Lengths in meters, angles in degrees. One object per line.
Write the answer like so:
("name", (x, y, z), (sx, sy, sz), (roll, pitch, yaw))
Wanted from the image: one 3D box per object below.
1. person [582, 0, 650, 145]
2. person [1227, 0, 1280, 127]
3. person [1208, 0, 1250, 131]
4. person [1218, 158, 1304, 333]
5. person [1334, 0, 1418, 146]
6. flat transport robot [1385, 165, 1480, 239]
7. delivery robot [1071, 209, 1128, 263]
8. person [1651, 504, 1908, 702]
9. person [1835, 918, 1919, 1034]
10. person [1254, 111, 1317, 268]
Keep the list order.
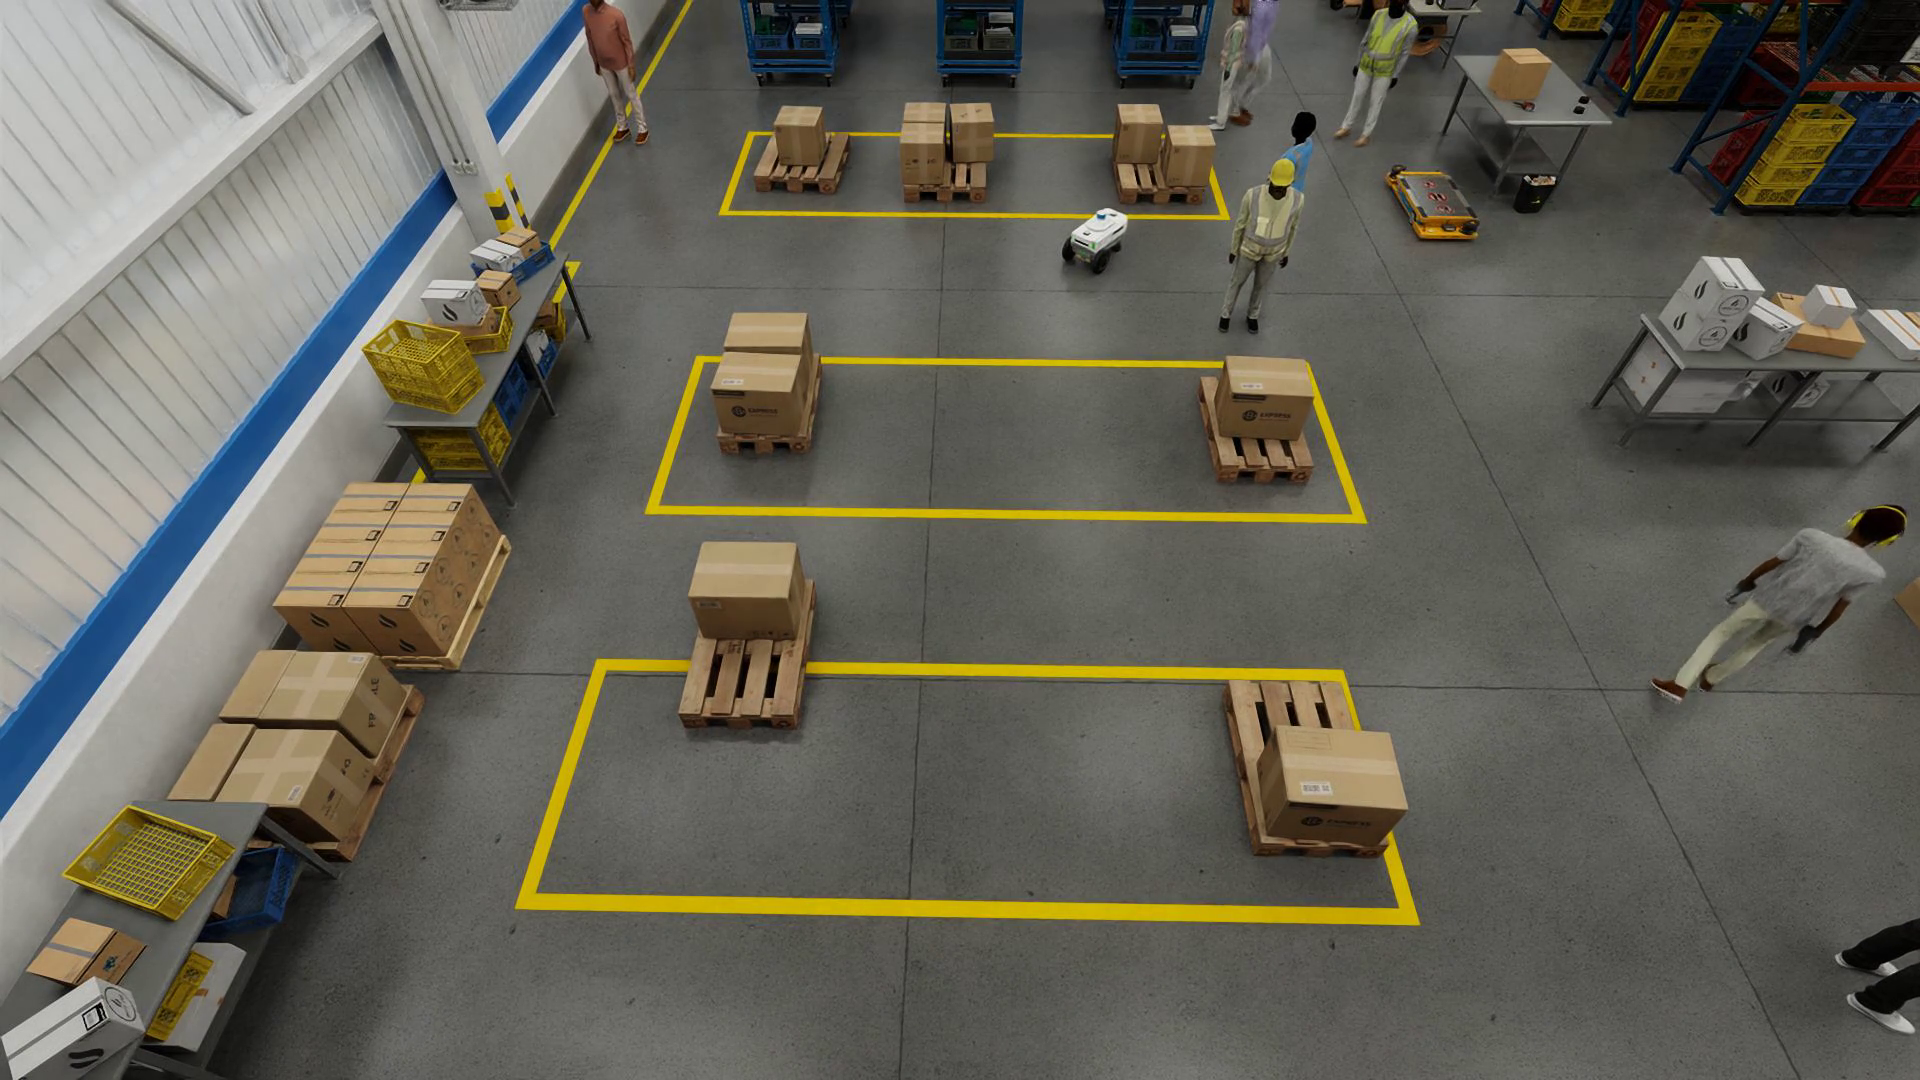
("person", (-4.400, -6.065, 11.633), (0.611, 1.995, 0.377), (12, 50, 10))
("person", (3.901, -6.376, 11.948), (0.495, 1.916, 0.647), (26, 54, 21))
("person", (3.550, -6.243, 12.027), (0.312, 1.633, 0.518), (15, 51, 12))
("person", (2.940, -2.838, 8.946), (0.595, 1.831, 0.403), (4, 49, 4))
("person", (5.312, -6.001, 11.679), (0.634, 1.839, 0.429), (36, 58, 27))
("flat transport robot", (5.692, -4.094, 11.059), (0.652, 0.197, 1.431), (1, 49, 1))
("delivery robot", (1.561, -3.443, 10.249), (0.477, 0.478, 0.707), (33, 57, 25))
("person", (5.384, 0.498, 6.069), (0.548, 1.828, 0.682), (37, 58, 28))
("person", (5.344, 1.998, 4.707), (0.398, 1.915, 0.589), (19, 52, 16))
("person", (3.473, -3.709, 9.788), (0.318, 1.697, 0.535), (28, 55, 22))
